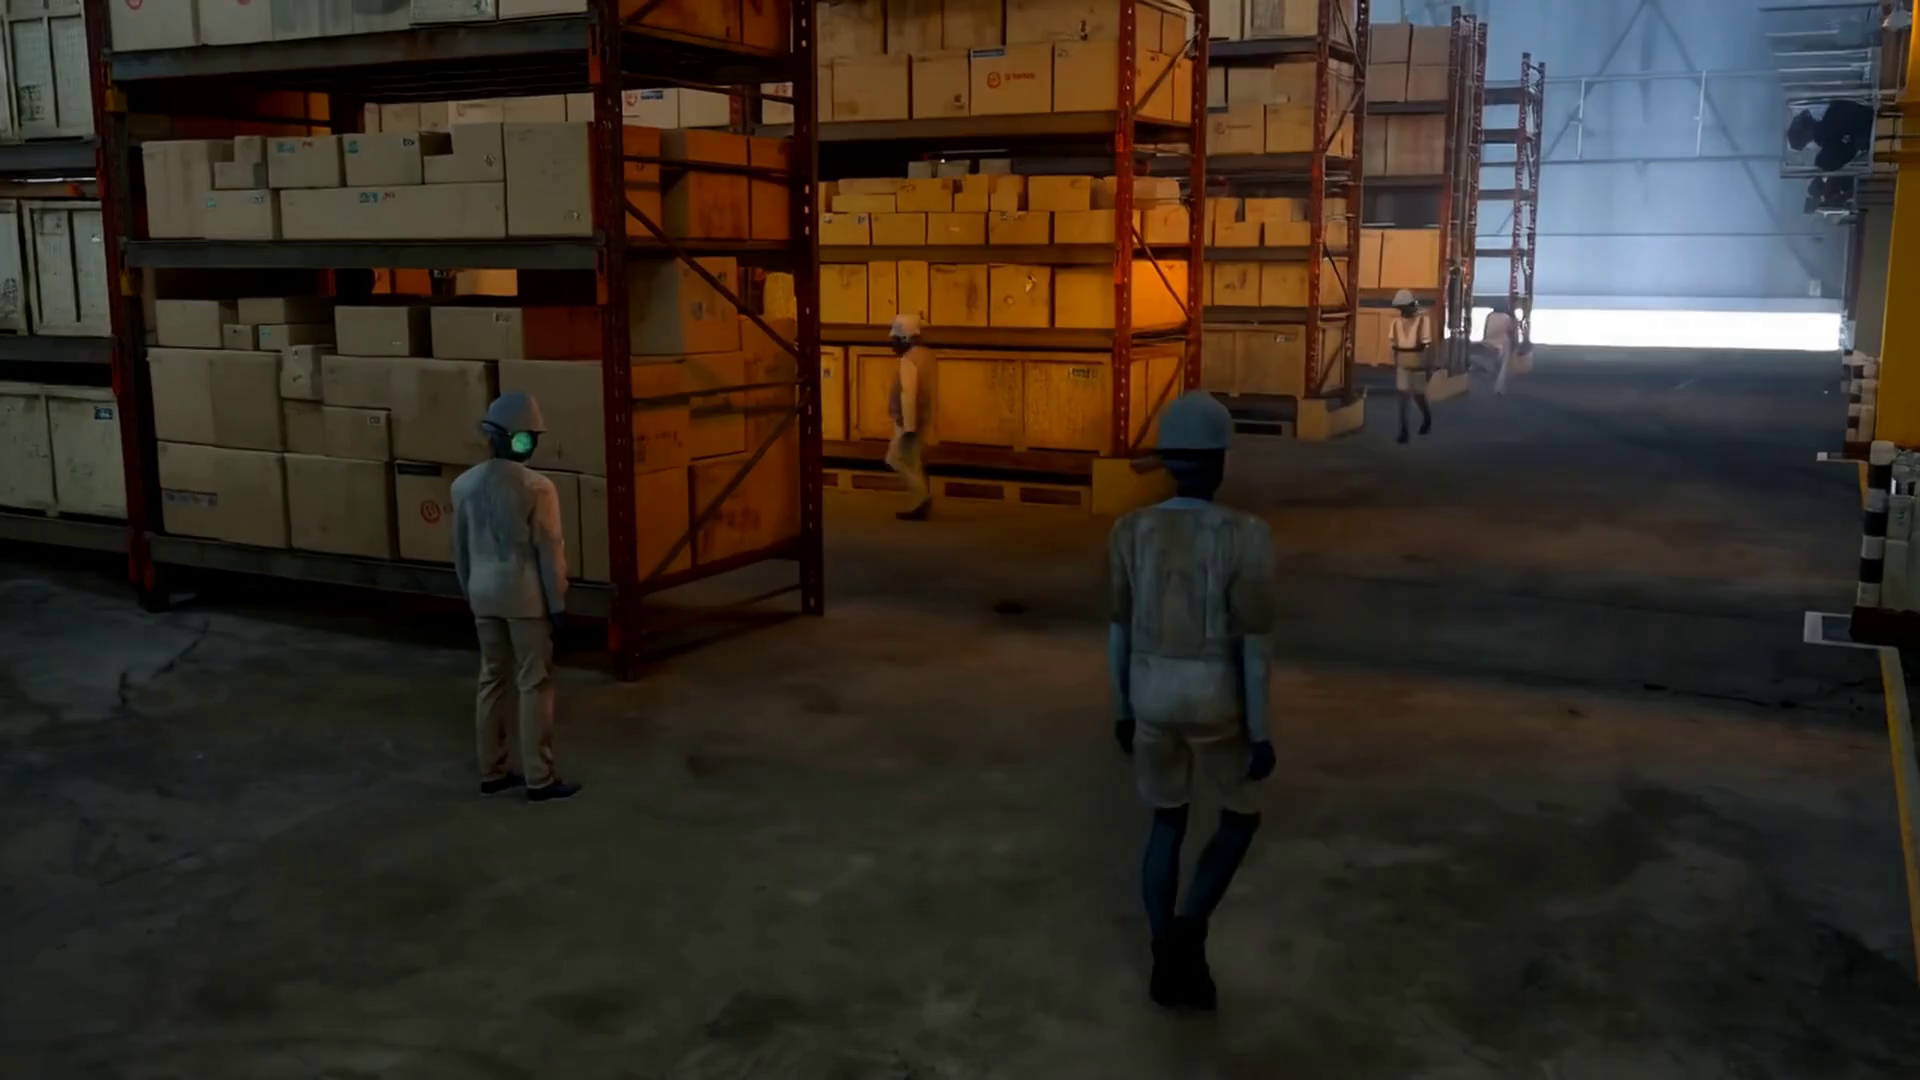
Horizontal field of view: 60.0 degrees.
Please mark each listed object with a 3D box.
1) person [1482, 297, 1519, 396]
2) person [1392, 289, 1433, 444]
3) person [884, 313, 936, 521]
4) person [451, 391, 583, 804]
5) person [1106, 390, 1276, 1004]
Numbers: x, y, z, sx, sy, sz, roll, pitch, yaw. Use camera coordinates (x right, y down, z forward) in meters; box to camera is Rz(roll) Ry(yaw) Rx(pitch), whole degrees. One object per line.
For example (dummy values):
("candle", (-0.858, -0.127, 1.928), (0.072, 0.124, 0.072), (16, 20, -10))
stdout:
("person", (8.897, -3.176, 27.299), (0.552, 1.606, 0.755), (6, 12, 32))
("person", (5.623, -2.152, 20.580), (0.593, 1.887, 0.814), (8, 13, 39))
("person", (-0.438, -1.045, 14.393), (0.418, 1.819, 0.599), (3, 10, 15))
("person", (-1.884, 0.242, 7.100), (0.567, 1.750, 0.341), (5, 11, 28))
("person", (0.705, 0.506, 5.094), (0.564, 1.918, 0.426), (6, 12, 32))
